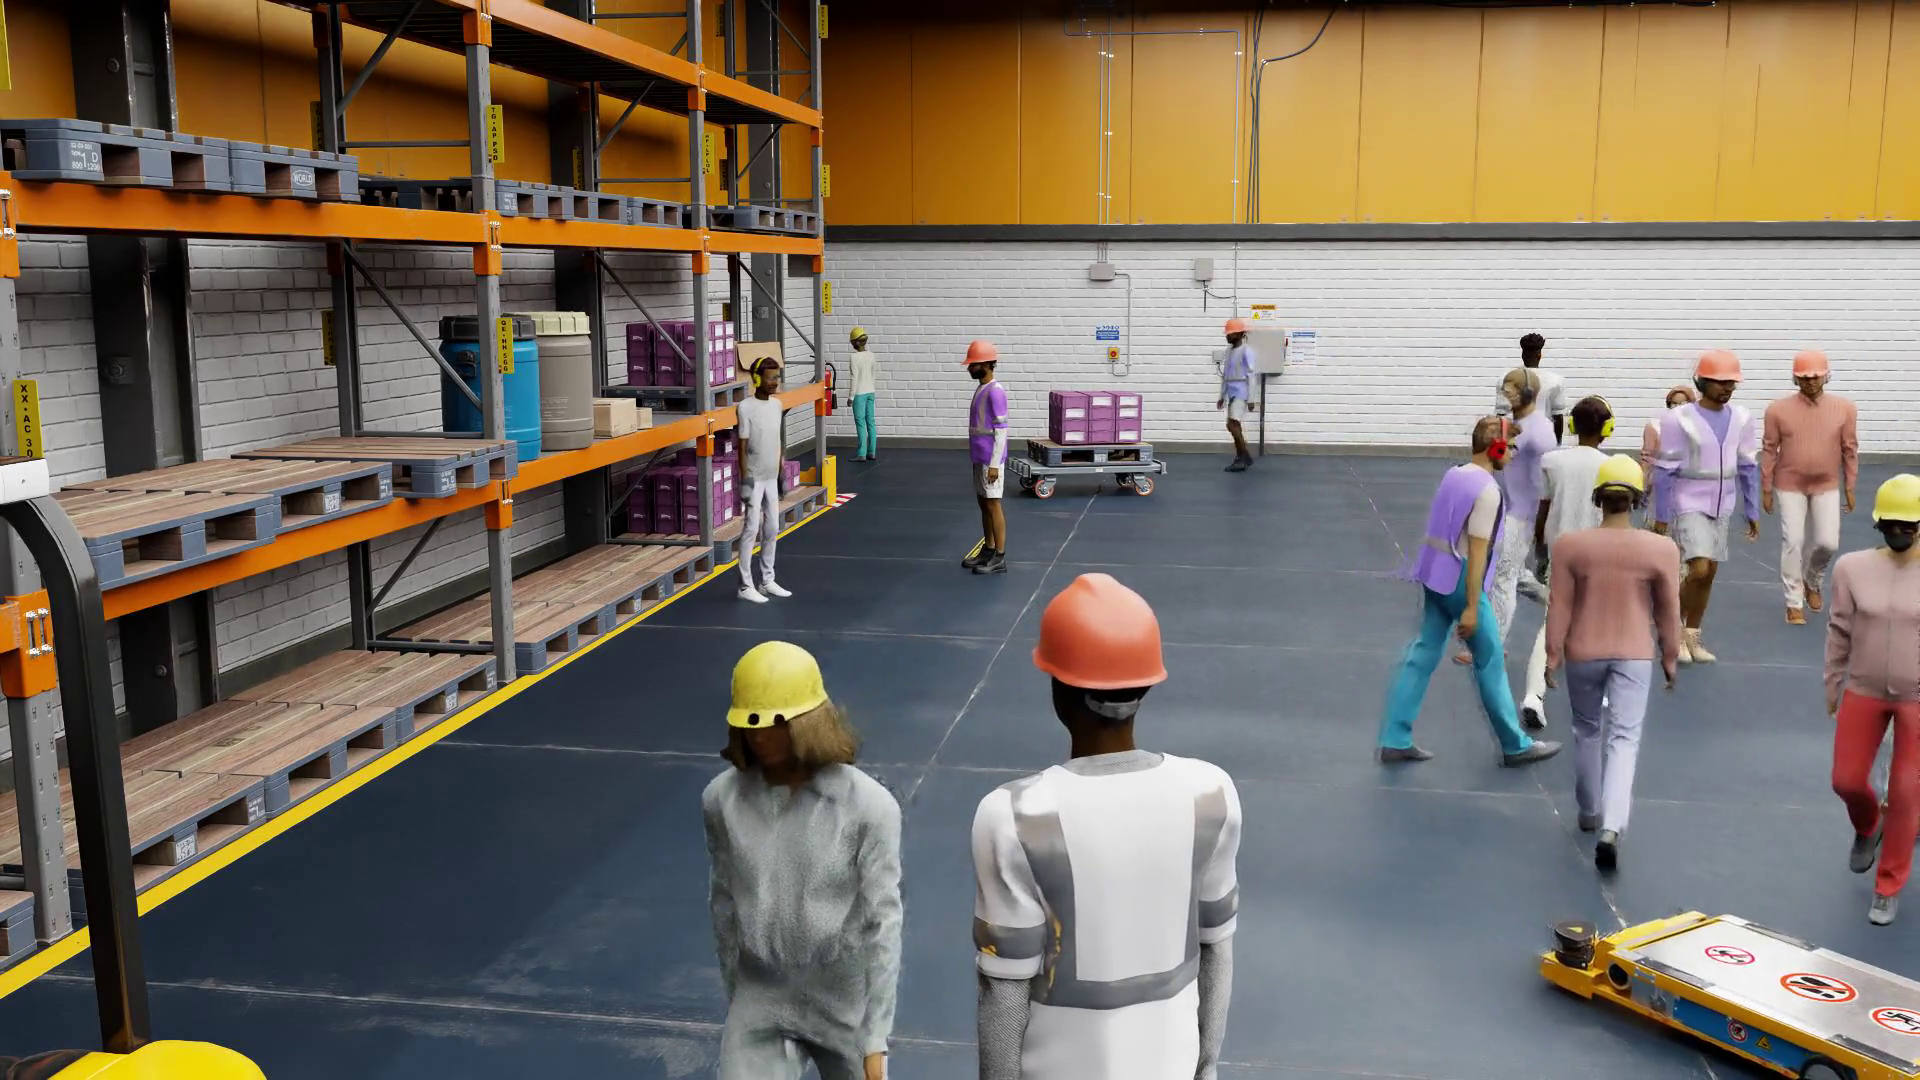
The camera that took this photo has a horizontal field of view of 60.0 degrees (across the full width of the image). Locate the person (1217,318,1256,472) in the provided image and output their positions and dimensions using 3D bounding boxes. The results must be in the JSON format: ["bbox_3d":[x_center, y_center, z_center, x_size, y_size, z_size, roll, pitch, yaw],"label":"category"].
[{"bbox_3d":[3.425,-1.787,20.647,0.439,1.922,0.557,-3,10,-16],"label":"person"}]

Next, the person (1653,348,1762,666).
[{"bbox_3d":[4.721,-0.191,10.502,0.615,2.024,0.531,-2,9,-13],"label":"person"}]

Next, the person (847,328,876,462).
[{"bbox_3d":[-1.305,-1.899,21.836,0.328,1.760,0.524,6,11,31],"label":"person"}]

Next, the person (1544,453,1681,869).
[{"bbox_3d":[2.780,0.500,7.115,0.540,1.732,0.850,4,10,23],"label":"person"}]

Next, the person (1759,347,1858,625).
[{"bbox_3d":[6.010,-0.381,11.804,0.633,1.971,0.478,3,10,19],"label":"person"}]

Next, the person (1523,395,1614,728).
[{"bbox_3d":[3.390,0.116,9.199,0.521,1.834,0.922,7,11,37],"label":"person"}]

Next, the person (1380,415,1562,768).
[{"bbox_3d":[2.573,0.269,8.360,0.903,1.789,0.614,-1,9,-9],"label":"person"}]

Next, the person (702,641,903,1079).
[{"bbox_3d":[-0.366,1.067,3.716,0.499,1.699,0.865,2,9,12],"label":"person"}]

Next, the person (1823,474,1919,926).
[{"bbox_3d":[3.645,0.597,6.471,0.521,1.746,0.513,8,12,40],"label":"person"}]

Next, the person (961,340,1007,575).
[{"bbox_3d":[0.196,-0.681,13.774,0.373,1.933,0.551,-2,10,-15],"label":"person"}]

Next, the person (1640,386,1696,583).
[{"bbox_3d":[5.465,-0.365,12.743,0.523,1.636,0.310,1,9,5],"label":"person"}]

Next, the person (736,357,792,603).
[{"bbox_3d":[-1.500,-0.458,12.640,0.321,1.860,0.519,6,11,33],"label":"person"}]

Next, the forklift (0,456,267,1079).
[{"bbox_3d":[-2.328,0.975,2.765,2.313,2.155,1.214,1,9,9],"label":"forklift"}]

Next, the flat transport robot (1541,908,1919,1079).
[{"bbox_3d":[2.684,1.509,5.384,0.652,0.197,1.431,-6,11,-31],"label":"flat transport robot"}]

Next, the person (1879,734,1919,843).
[{"bbox_3d":[4.325,0.448,6.984,0.635,1.883,1.027,-2,9,-11],"label":"person"}]

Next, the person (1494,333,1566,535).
[{"bbox_3d":[5.060,-0.862,14.815,0.604,1.959,0.377,3,10,15],"label":"person"}]

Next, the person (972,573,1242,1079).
[{"bbox_3d":[0.268,1.024,3.238,0.544,1.943,0.347,-3,10,-21],"label":"person"}]

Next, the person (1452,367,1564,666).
[{"bbox_3d":[3.594,-0.142,10.519,0.828,1.919,0.637,0,9,0],"label":"person"}]
